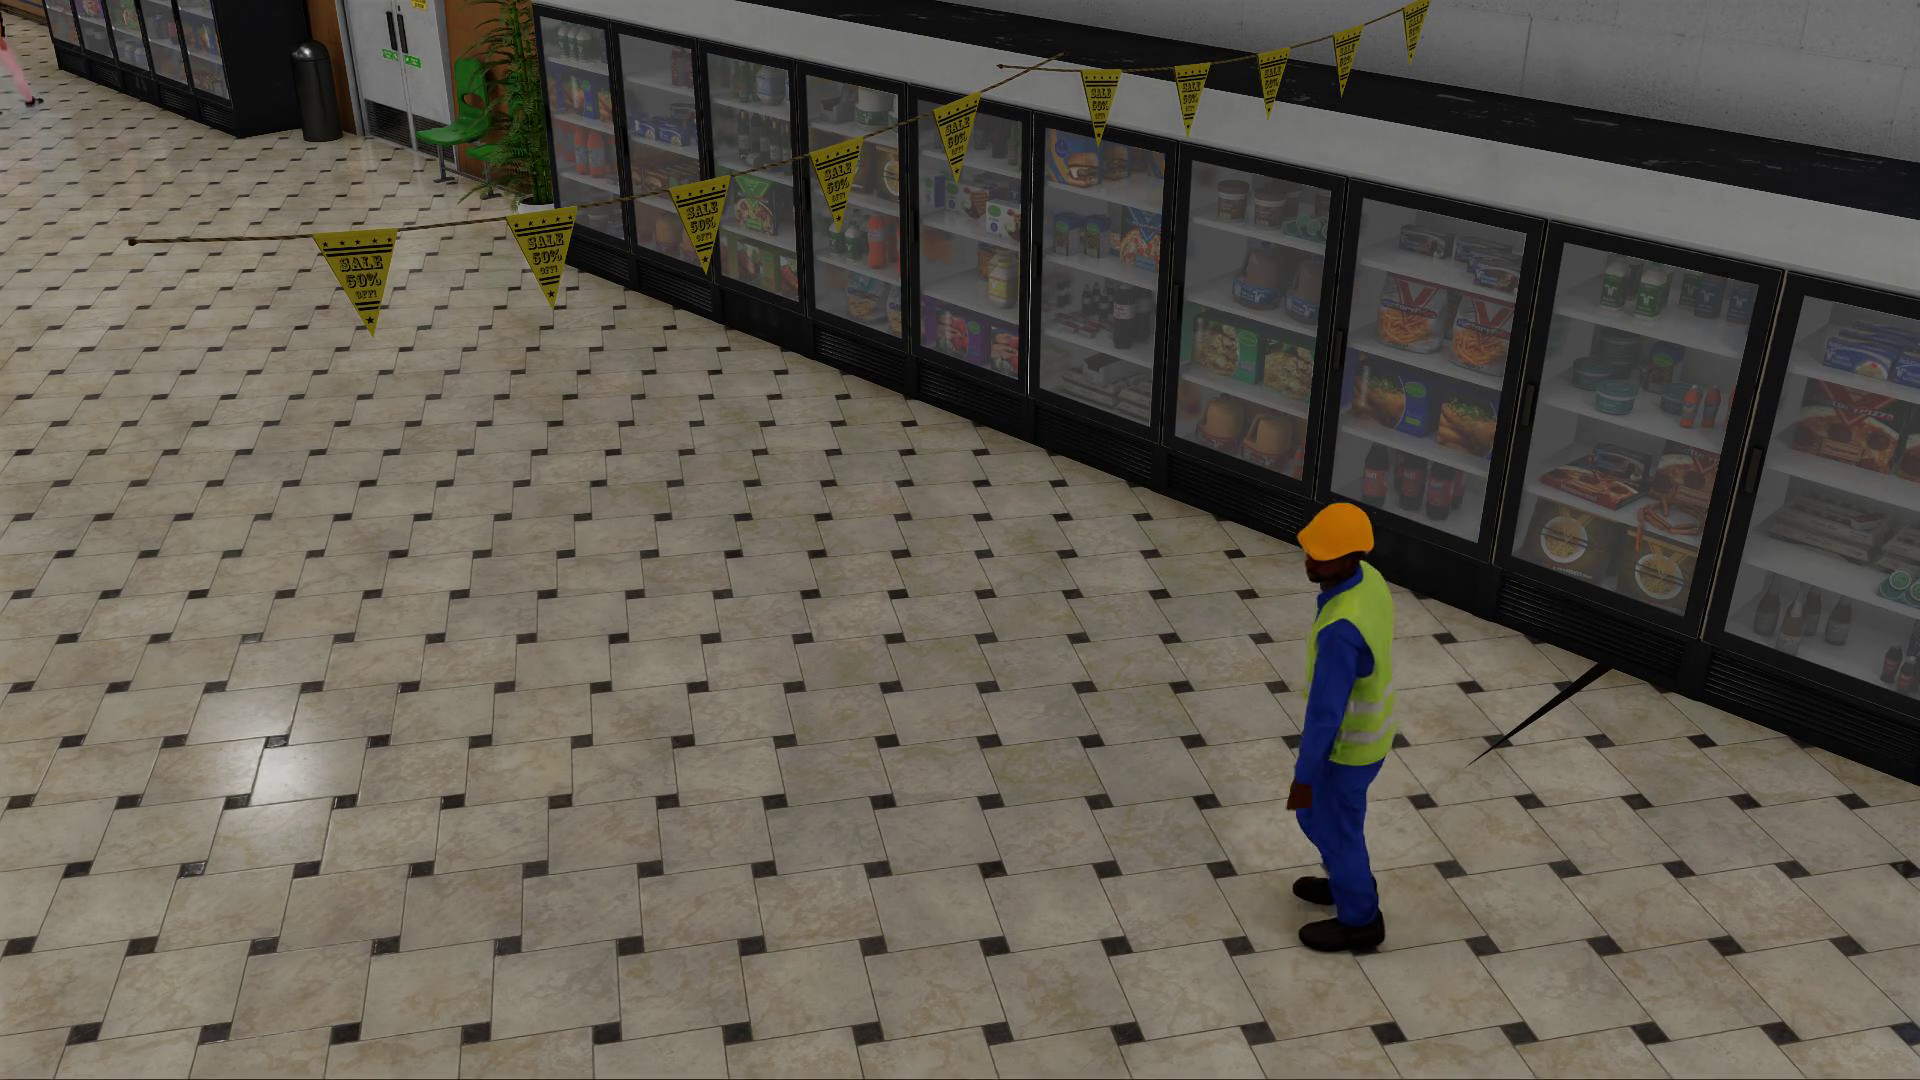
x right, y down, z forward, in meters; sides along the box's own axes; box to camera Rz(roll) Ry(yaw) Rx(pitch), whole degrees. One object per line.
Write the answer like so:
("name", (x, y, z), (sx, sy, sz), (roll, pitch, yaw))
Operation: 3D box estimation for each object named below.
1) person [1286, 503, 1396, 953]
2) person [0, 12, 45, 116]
("person", (1.358, 0.664, 5.660), (0.910, 1.780, 0.823), (12, 29, 22))
("person", (-10.246, -5.210, 17.524), (0.876, 1.525, 1.088), (7, 28, 14))
